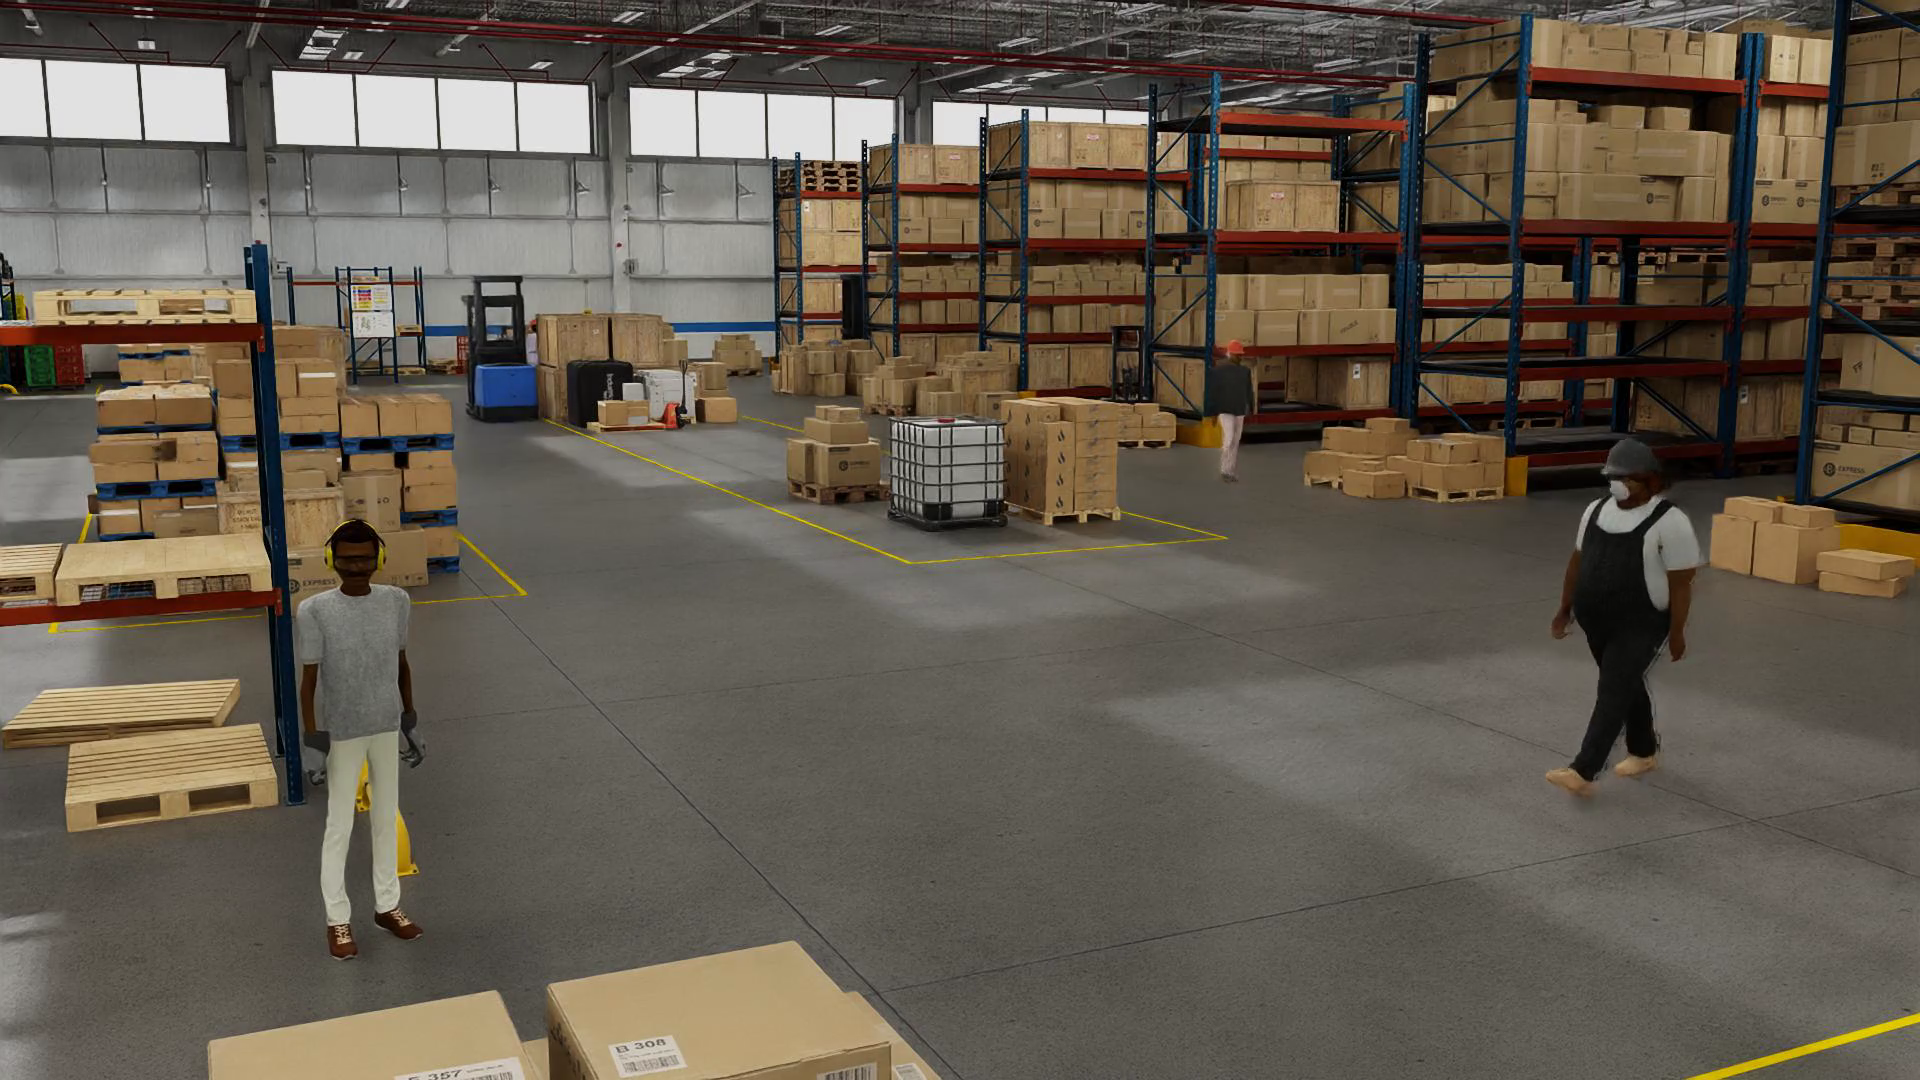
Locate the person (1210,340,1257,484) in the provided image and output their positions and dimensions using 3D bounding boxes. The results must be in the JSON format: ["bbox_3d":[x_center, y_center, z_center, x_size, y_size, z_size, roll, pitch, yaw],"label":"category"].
[{"bbox_3d":[3.756,-1.727,22.621,0.617,1.975,0.597,-5,10,-28],"label":"person"}]

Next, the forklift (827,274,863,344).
[{"bbox_3d":[-2.807,-5.512,43.287,1.873,2.768,1.129,-4,10,-25],"label":"forklift"}]

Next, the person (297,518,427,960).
[{"bbox_3d":[-2.538,0.829,7.087,0.312,1.864,0.535,9,13,44],"label":"person"}]

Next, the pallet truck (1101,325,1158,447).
[{"bbox_3d":[2.881,-2.596,27.923,0.823,1.965,1.885,-1,9,-7],"label":"pallet truck"}]

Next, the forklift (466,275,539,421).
[{"bbox_3d":[-9.001,-3.783,32.556,1.129,2.768,1.873,-4,10,-25],"label":"forklift"}]

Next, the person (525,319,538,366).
[{"bbox_3d":[-9.058,-3.776,35.559,0.559,1.888,0.708,2,9,14],"label":"person"}]

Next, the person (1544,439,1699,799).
[{"bbox_3d":[3.657,0.391,9.260,1.059,2.000,0.691,-4,10,-25],"label":"person"}]
